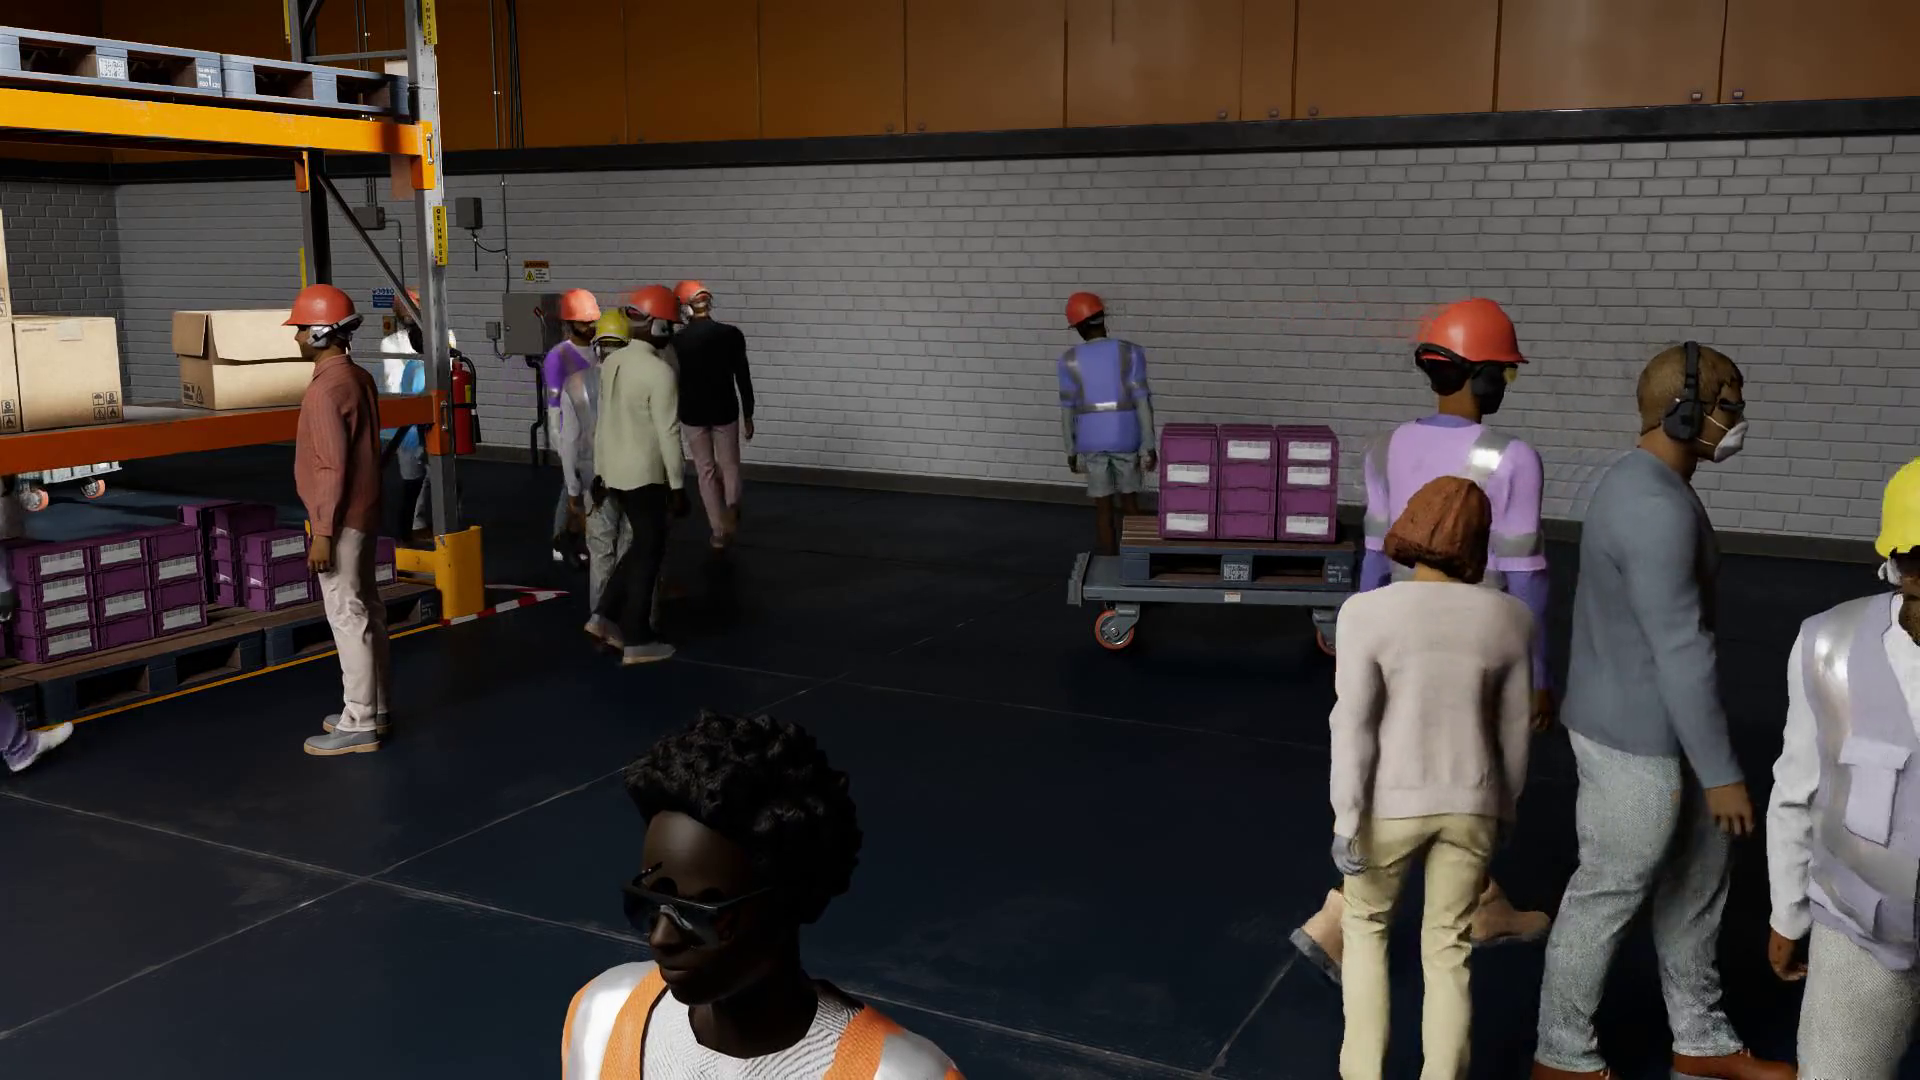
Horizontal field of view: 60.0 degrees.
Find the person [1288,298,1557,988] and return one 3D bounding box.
[{"bbox_3d":[1.378,0.306,4.830,0.998,2.013,0.617,-5,11,-25],"label":"person"}]

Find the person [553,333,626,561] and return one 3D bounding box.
[{"bbox_3d":[-2.446,-0.636,11.415,0.842,1.588,0.531,0,10,3],"label":"person"}]

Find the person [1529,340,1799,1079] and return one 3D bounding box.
[{"bbox_3d":[1.775,0.492,3.972,0.745,1.913,0.650,4,11,23],"label":"person"}]

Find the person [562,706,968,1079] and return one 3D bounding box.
[{"bbox_3d":[-0.208,0.996,1.702,0.531,1.697,0.320,5,11,27],"label":"person"}]

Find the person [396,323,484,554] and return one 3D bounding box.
[{"bbox_3d":[-3.602,-0.680,11.471,0.662,1.673,0.541,-6,12,-32],"label":"person"}]

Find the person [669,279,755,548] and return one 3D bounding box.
[{"bbox_3d":[-1.786,-0.875,11.836,0.657,1.941,0.635,-2,10,-11],"label":"person"}]

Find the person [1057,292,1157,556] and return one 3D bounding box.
[{"bbox_3d":[0.918,-0.605,10.436,0.629,1.875,0.535,1,10,5],"label":"person"}]

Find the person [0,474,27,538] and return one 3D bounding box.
[{"bbox_3d":[-5.624,-0.384,9.402,0.627,1.799,0.932,-1,10,-4],"label":"person"}]

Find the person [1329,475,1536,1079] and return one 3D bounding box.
[{"bbox_3d":[1.119,0.656,3.940,0.518,1.598,0.472,0,10,-2],"label":"person"}]

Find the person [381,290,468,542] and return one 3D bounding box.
[{"bbox_3d":[-3.931,-0.917,12.301,0.469,1.854,0.614,8,13,40],"label":"person"}]

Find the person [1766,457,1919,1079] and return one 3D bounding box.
[{"bbox_3d":[1.773,0.725,3.038,0.595,1.807,0.597,8,12,38],"label":"person"}]

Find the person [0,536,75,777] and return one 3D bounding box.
[{"bbox_3d":[-3.869,0.112,6.362,0.665,1.851,0.994,5,11,28],"label":"person"}]

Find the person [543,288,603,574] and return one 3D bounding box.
[{"bbox_3d":[-2.404,-0.637,10.546,0.580,1.913,0.565,5,11,27],"label":"person"}]

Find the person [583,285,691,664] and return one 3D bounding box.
[{"bbox_3d":[-1.616,-0.326,8.603,0.461,1.965,0.621,-7,12,-36],"label":"person"}]

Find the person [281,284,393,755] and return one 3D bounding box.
[{"bbox_3d":[-2.649,-0.087,7.109,0.381,1.994,0.621,-1,10,-5],"label":"person"}]

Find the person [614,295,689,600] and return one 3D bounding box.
[{"bbox_3d":[-1.884,-0.576,10.164,0.476,1.918,0.641,1,10,7],"label":"person"}]

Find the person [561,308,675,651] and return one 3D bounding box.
[{"bbox_3d":[-1.816,-0.316,8.906,0.600,1.829,0.404,-1,10,-7],"label":"person"}]
